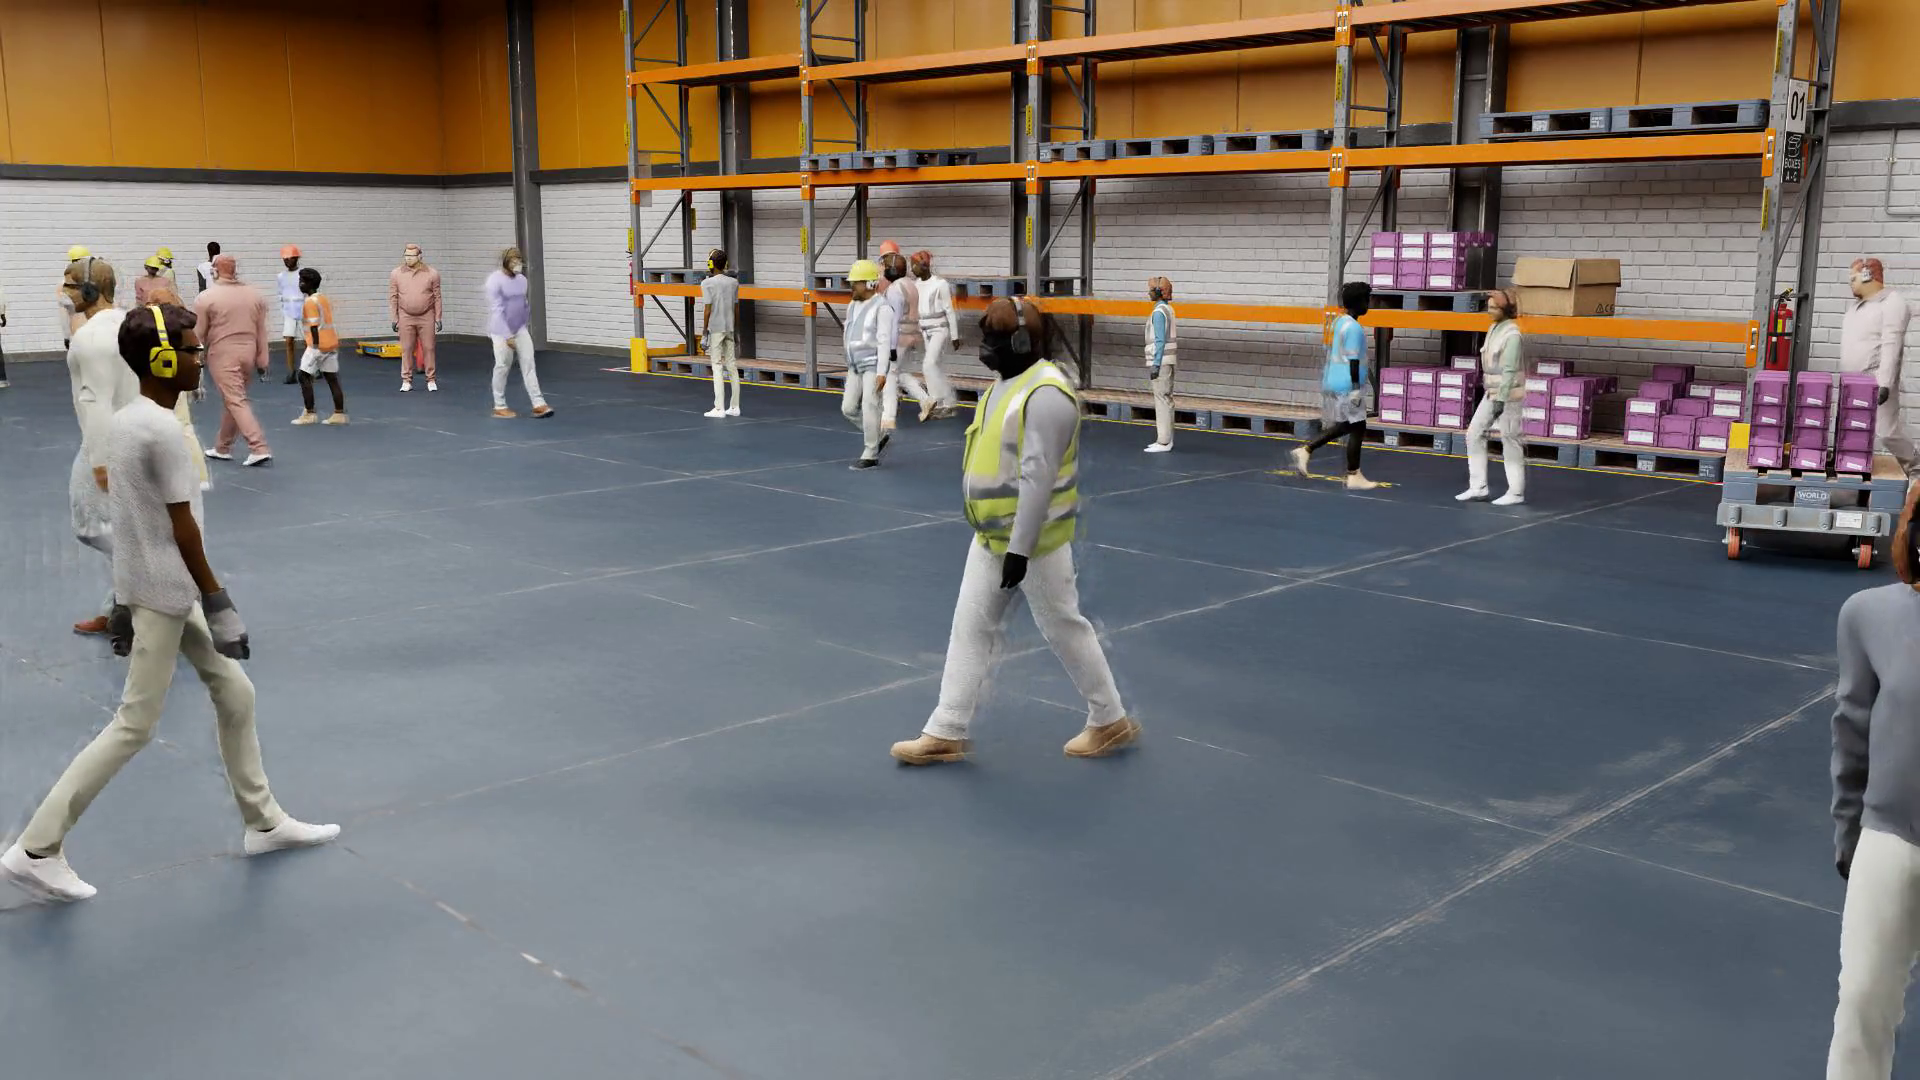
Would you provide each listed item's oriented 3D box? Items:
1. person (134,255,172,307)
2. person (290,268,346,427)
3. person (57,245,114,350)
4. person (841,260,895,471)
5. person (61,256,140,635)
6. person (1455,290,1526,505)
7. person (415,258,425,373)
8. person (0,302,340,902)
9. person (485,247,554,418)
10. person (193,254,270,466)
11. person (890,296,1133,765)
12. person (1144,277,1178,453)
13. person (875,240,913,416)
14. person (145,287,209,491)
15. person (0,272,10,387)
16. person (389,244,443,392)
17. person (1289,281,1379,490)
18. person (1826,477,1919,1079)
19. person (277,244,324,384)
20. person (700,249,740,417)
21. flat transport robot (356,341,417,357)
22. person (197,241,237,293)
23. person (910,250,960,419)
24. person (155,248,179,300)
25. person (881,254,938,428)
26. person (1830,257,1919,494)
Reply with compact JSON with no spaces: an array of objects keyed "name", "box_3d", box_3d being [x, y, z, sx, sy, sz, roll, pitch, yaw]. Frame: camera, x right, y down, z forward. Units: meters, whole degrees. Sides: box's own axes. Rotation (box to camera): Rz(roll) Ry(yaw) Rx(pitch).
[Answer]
[{"name":"person","box_3d":[-12.299,-3.490,25.455,0.531,1.731,0.813,-3,11,-16]},{"name":"person","box_3d":[-6.856,-2.032,17.601,0.646,1.674,0.546,0,10,0]},{"name":"person","box_3d":[-9.929,-2.400,18.976,0.612,1.914,0.538,-10,14,-42]},{"name":"person","box_3d":[-0.785,-1.504,14.373,0.455,1.817,0.593,-8,13,-38]},{"name":"person","box_3d":[-4.204,-0.454,8.339,0.569,1.922,0.635,-1,10,-8]},{"name":"person","box_3d":[3.989,-1.052,12.427,0.619,1.612,0.548,-1,10,-3]},{"name":"person","box_3d":[-7.970,-3.335,24.600,0.525,1.717,0.920,0,10,-2]},{"name":"person","box_3d":[-2.516,0.184,5.144,0.972,1.829,0.528,-6,12,-30]},{"name":"person","box_3d":[-4.872,-2.249,18.233,0.857,1.892,0.657,6,12,29]},{"name":"person","box_3d":[-6.457,-1.584,14.702,0.998,1.862,0.659,6,12,28]},{"name":"person","box_3d":[0.251,-0.021,6.336,0.953,1.803,0.629,-4,11,-23]},{"name":"person","box_3d":[1.878,-1.635,15.552,0.314,1.639,0.517,3,11,16]},{"name":"person","box_3d":[-0.784,-2.349,18.542,0.610,1.971,0.868,-5,12,-27]},{"name":"person","box_3d":[-6.308,-1.176,13.115,0.740,1.600,0.527,1,10,4]},{"name":"person","box_3d":[-13.013,-3.008,22.099,0.609,1.986,0.391,-5,12,-26]},{"name":"person","box_3d":[-7.049,-2.870,21.569,0.652,1.904,0.402,-2,11,-13]},{"name":"person","box_3d":[3.019,-1.226,13.259,0.620,1.671,0.537,0,10,2]},{"name":"person","box_3d":[2.006,0.623,3.374,0.849,1.591,0.514,-10,14,-43]},{"name":"person","box_3d":[-9.091,-3.115,22.905,0.548,1.911,0.840,1,10,3]},{"name":"person","box_3d":[-2.685,-2.301,18.557,0.520,1.873,0.335,-10,14,-43]},{"name":"flat transport robot","box_3d":[-9.574,-3.212,27.889,0.652,0.197,1.431,-8,13,-37]},{"name":"person","box_3d":[-11.747,-3.758,26.367,0.593,1.922,0.392,-9,14,-40]},{"name":"person","box_3d":[-0.302,-2.247,18.299,0.707,1.848,0.595,-7,13,-34]},{"name":"person","box_3d":[-13.056,-3.883,27.342,0.610,1.820,0.414,7,12,33]},{"name":"person","box_3d":[-0.614,-2.066,17.389,0.611,1.829,0.640,4,11,19]},{"name":"person","box_3d":[6.960,-1.201,12.598,0.857,1.860,0.661,-2,11,-9]}]
